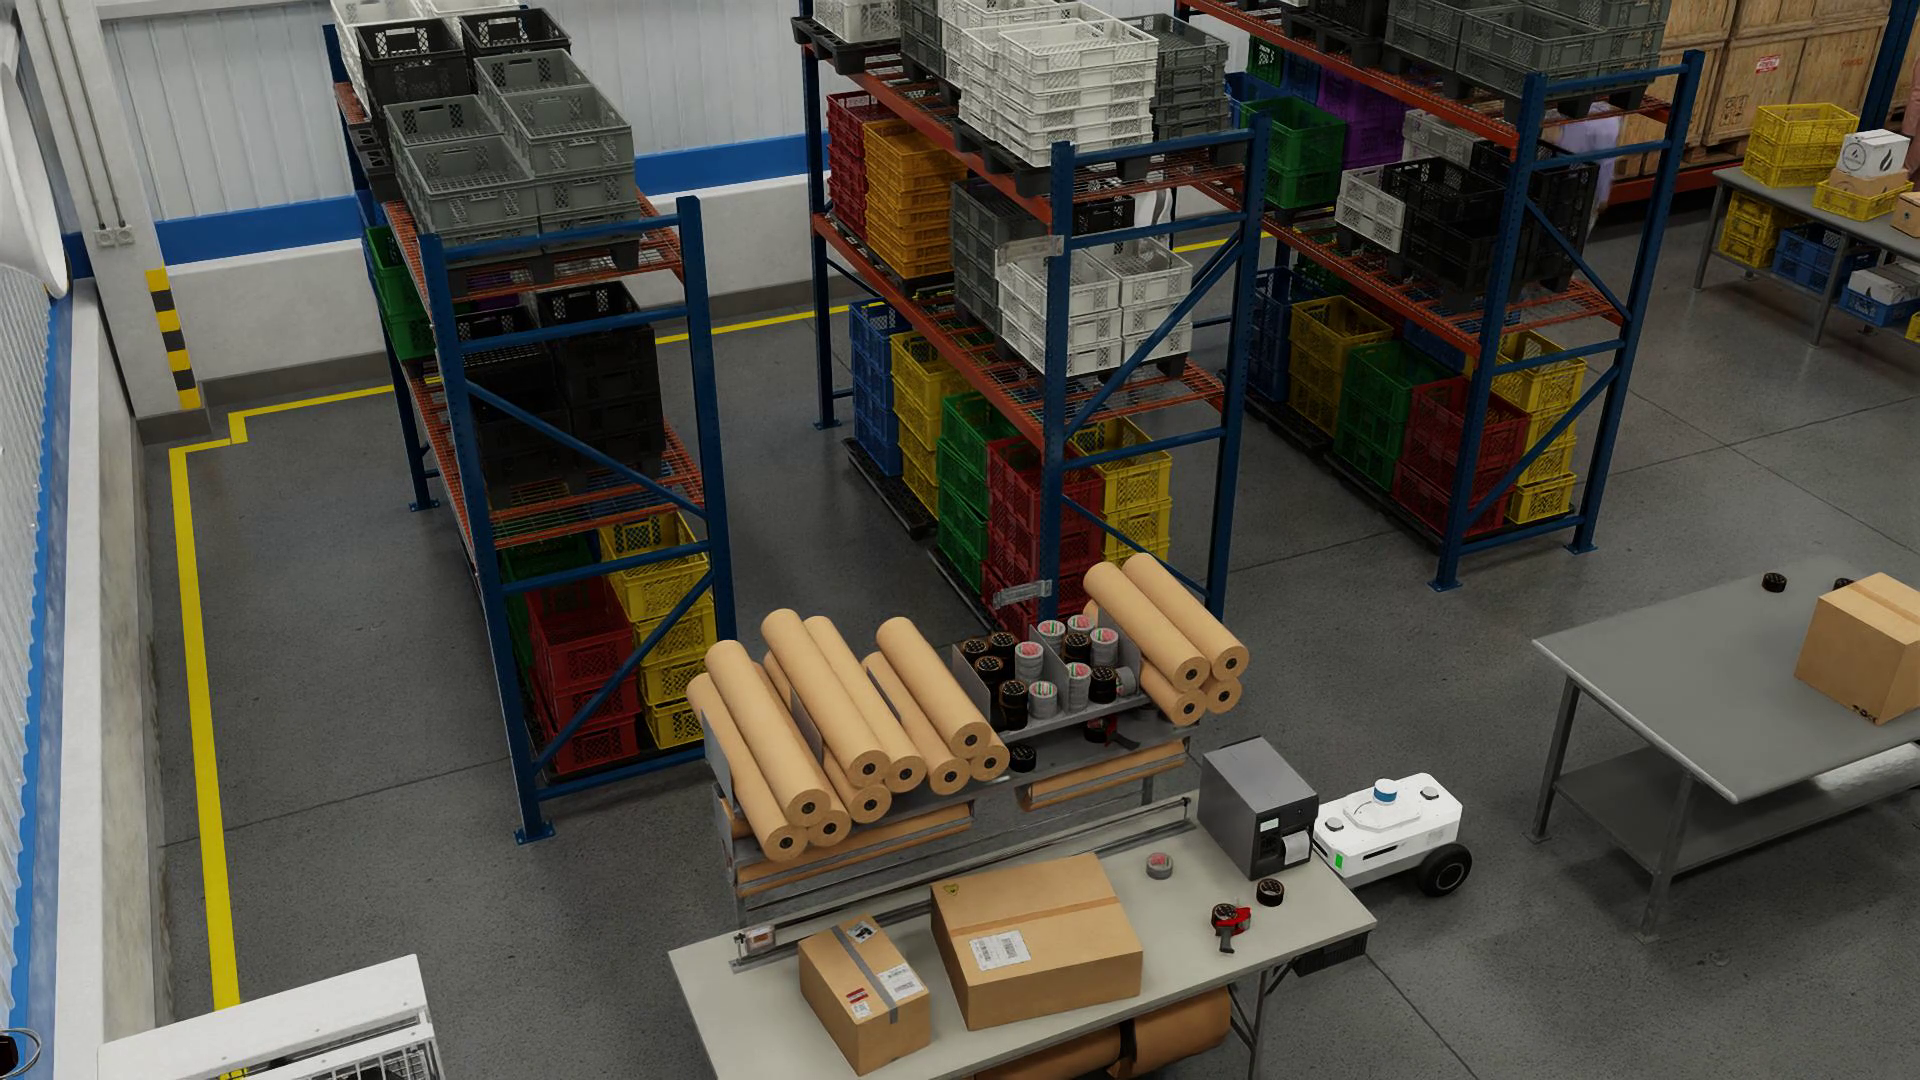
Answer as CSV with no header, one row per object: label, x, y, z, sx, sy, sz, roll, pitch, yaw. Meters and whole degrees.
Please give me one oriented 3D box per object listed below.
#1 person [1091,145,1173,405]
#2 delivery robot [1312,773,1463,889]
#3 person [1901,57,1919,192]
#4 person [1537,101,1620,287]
person,1.138,-1.809,11.357,0.574,1.883,0.356,-3,32,-4
delivery robot,1.888,1.293,7.490,0.707,0.478,0.477,-13,34,-20
person,8.266,-3.511,14.099,0.648,1.907,0.401,-13,34,-20
person,4.793,-2.779,12.923,0.614,1.901,0.687,-8,33,-13
